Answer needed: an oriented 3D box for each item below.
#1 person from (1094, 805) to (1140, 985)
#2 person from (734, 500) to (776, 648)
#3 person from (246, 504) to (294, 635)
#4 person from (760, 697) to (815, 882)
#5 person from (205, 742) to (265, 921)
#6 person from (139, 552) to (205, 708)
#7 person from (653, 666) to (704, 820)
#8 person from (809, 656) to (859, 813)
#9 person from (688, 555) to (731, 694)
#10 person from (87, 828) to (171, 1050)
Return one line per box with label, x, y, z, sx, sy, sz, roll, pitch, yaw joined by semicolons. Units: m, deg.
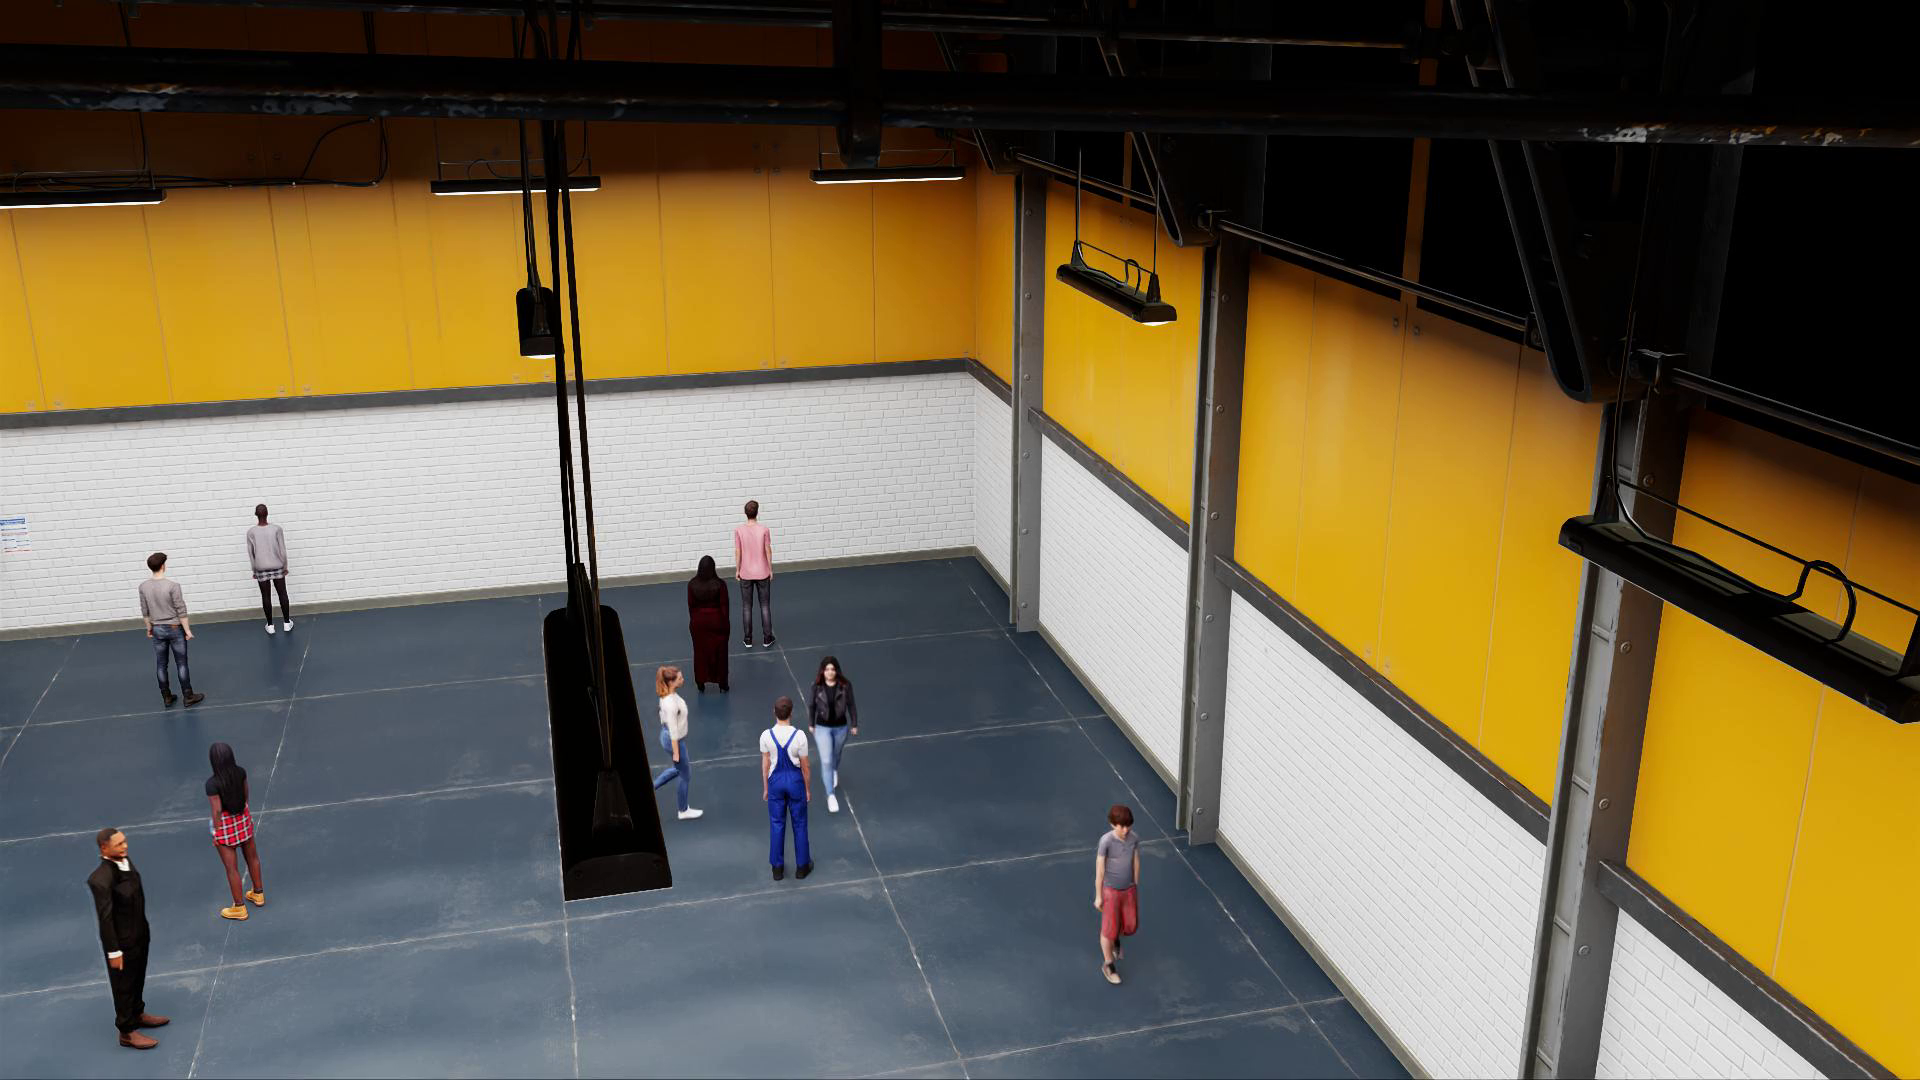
person;1.325;3.012;14.454;0.603;1.636;0.746;-6;20;-17
person;-2.678;0.437;21.600;0.676;1.957;0.603;-1;19;-4
person;-9.178;0.368;22.095;0.647;1.771;0.564;-8;20;-22
person;-1.677;2.380;15.999;0.693;1.849;0.673;1;19;2
person;-6.717;2.658;15.361;0.782;1.728;0.705;7;20;20
person;-9.438;1.070;19.802;0.748;1.904;0.686;0;19;1
person;-3.014;2.098;17.064;0.664;1.704;0.796;-4;19;-13
person;-1.361;1.978;17.600;0.672;1.590;1.087;-4;19;-11
person;-3.036;1.023;20.170;0.736;1.758;0.713;1;19;4
person;-6.783;3.193;13.498;0.807;1.903;0.598;-2;19;-5
